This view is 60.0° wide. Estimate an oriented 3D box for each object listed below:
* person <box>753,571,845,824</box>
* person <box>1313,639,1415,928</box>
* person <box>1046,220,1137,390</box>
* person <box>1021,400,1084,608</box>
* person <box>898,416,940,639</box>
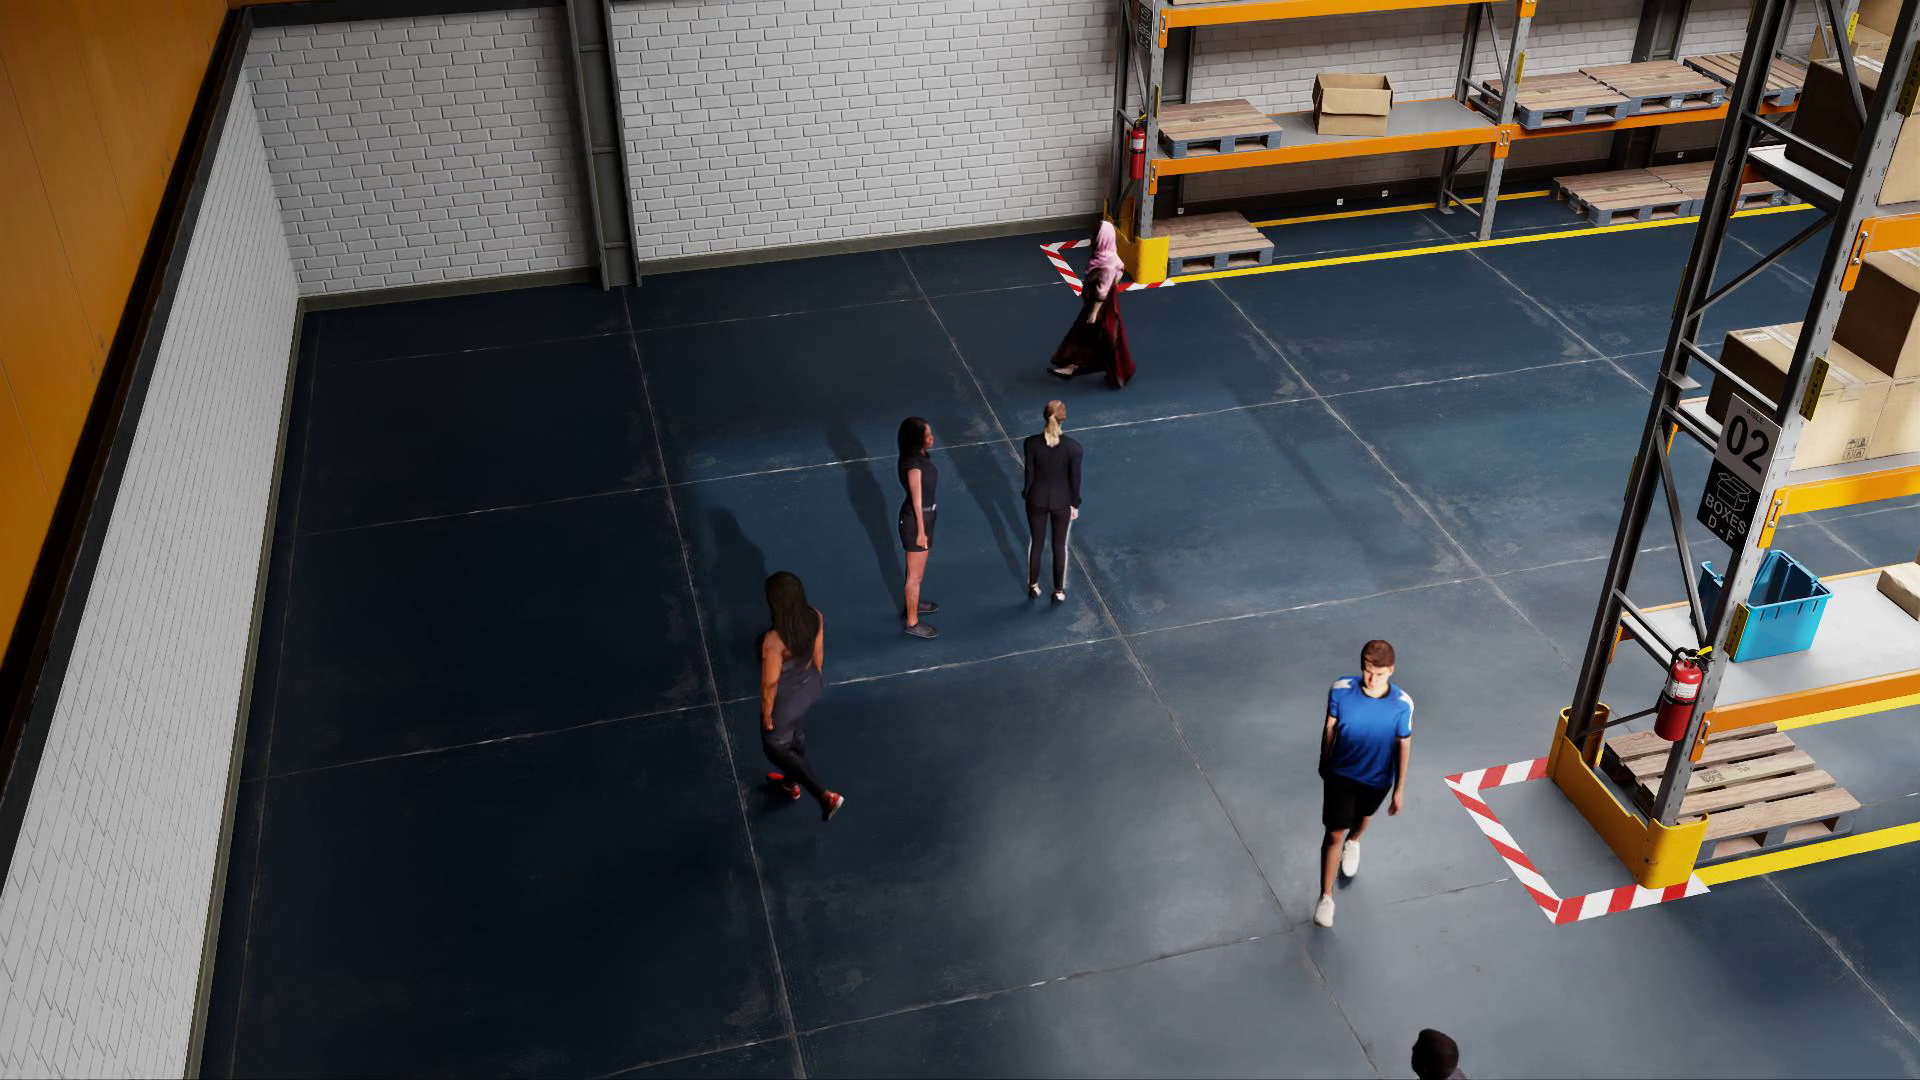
[{"bbox_3d":[-0.983,0.994,10.245,1.068,1.797,1.058,24,40,31],"label":"person"},{"bbox_3d":[2.371,1.298,9.766,1.186,1.821,1.056,7,34,10],"label":"person"},{"bbox_3d":[1.362,-2.125,15.098,1.114,1.619,0.775,-3,34,-4],"label":"person"},{"bbox_3d":[0.654,-0.255,12.208,0.605,1.704,0.734,6,34,9],"label":"person"},{"bbox_3d":[-0.302,-0.118,11.969,0.592,1.740,0.645,0,34,0],"label":"person"}]
